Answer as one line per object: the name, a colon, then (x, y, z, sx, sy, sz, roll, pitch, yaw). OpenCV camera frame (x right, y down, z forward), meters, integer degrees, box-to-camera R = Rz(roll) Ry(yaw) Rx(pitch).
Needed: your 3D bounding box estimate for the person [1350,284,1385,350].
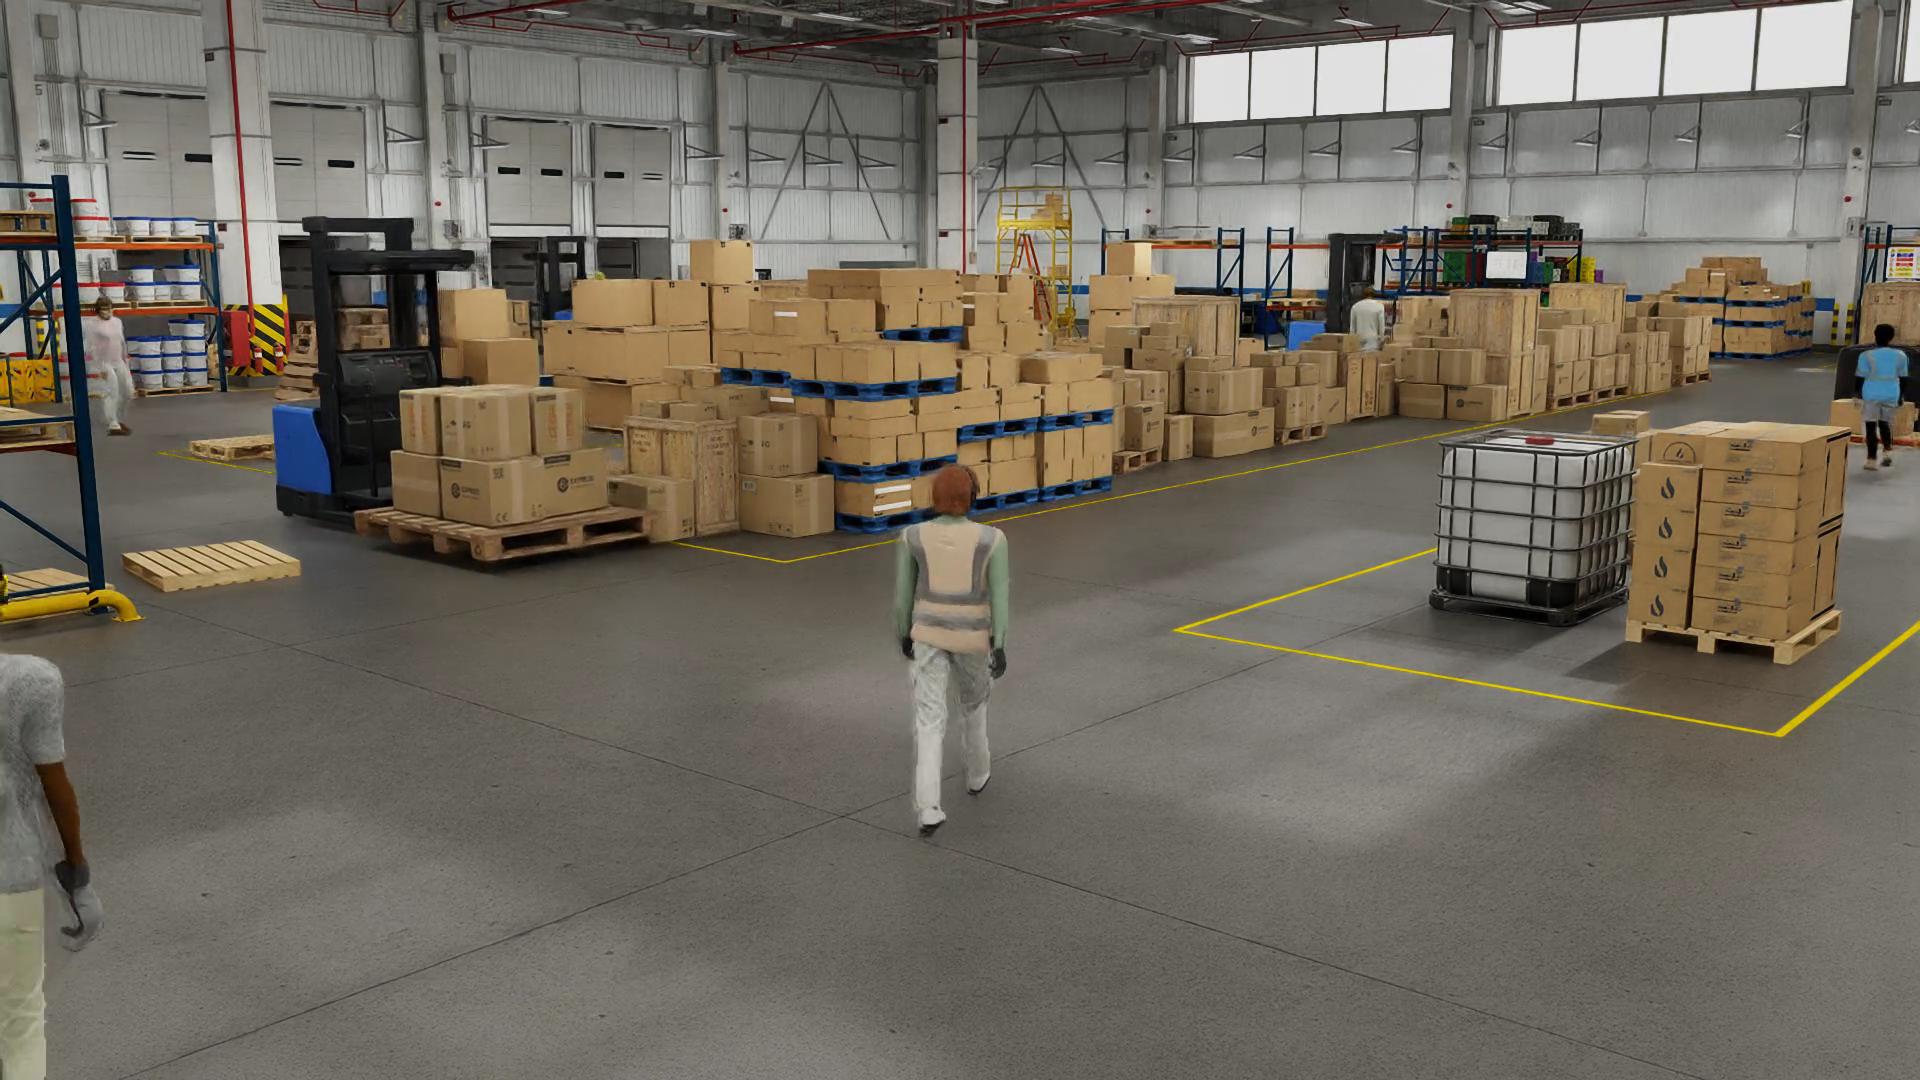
person: (7.106, -3.530, 29.235, 0.623, 1.917, 0.852, 9, 14, 43)

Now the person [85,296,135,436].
person: (-11.466, -2.331, 22.465, 0.422, 1.904, 0.655, 3, 10, 15)

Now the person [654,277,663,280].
person: (-6.509, -4.725, 36.025, 0.636, 1.928, 0.383, -4, 11, -24)

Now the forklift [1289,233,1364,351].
forklift: (7.501, -4.592, 32.538, 1.873, 2.768, 1.129, 8, 13, 40)

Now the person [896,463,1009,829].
person: (-0.038, 0.450, 7.481, 0.534, 1.589, 0.857, 2, 10, 10)

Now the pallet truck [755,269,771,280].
pallet truck: (-4.996, -6.432, 45.525, 1.885, 1.965, 0.823, -6, 12, -32)

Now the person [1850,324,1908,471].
person: (10.562, -1.636, 19.111, 0.546, 1.680, 0.402, 1, 10, 3)

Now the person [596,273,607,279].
person: (-9.302, -5.965, 43.128, 0.428, 1.911, 0.596, -2, 10, -9)

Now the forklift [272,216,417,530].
forklift: (-5.478, -1.576, 15.367, 1.873, 2.768, 1.129, 8, 13, 40)

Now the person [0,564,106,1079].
person: (-2.501, 0.903, 4.204, 0.543, 1.850, 0.546, -2, 10, -9)

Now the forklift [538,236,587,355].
forklift: (-9.174, -5.727, 38.997, 1.873, 2.768, 1.129, 8, 13, 40)
